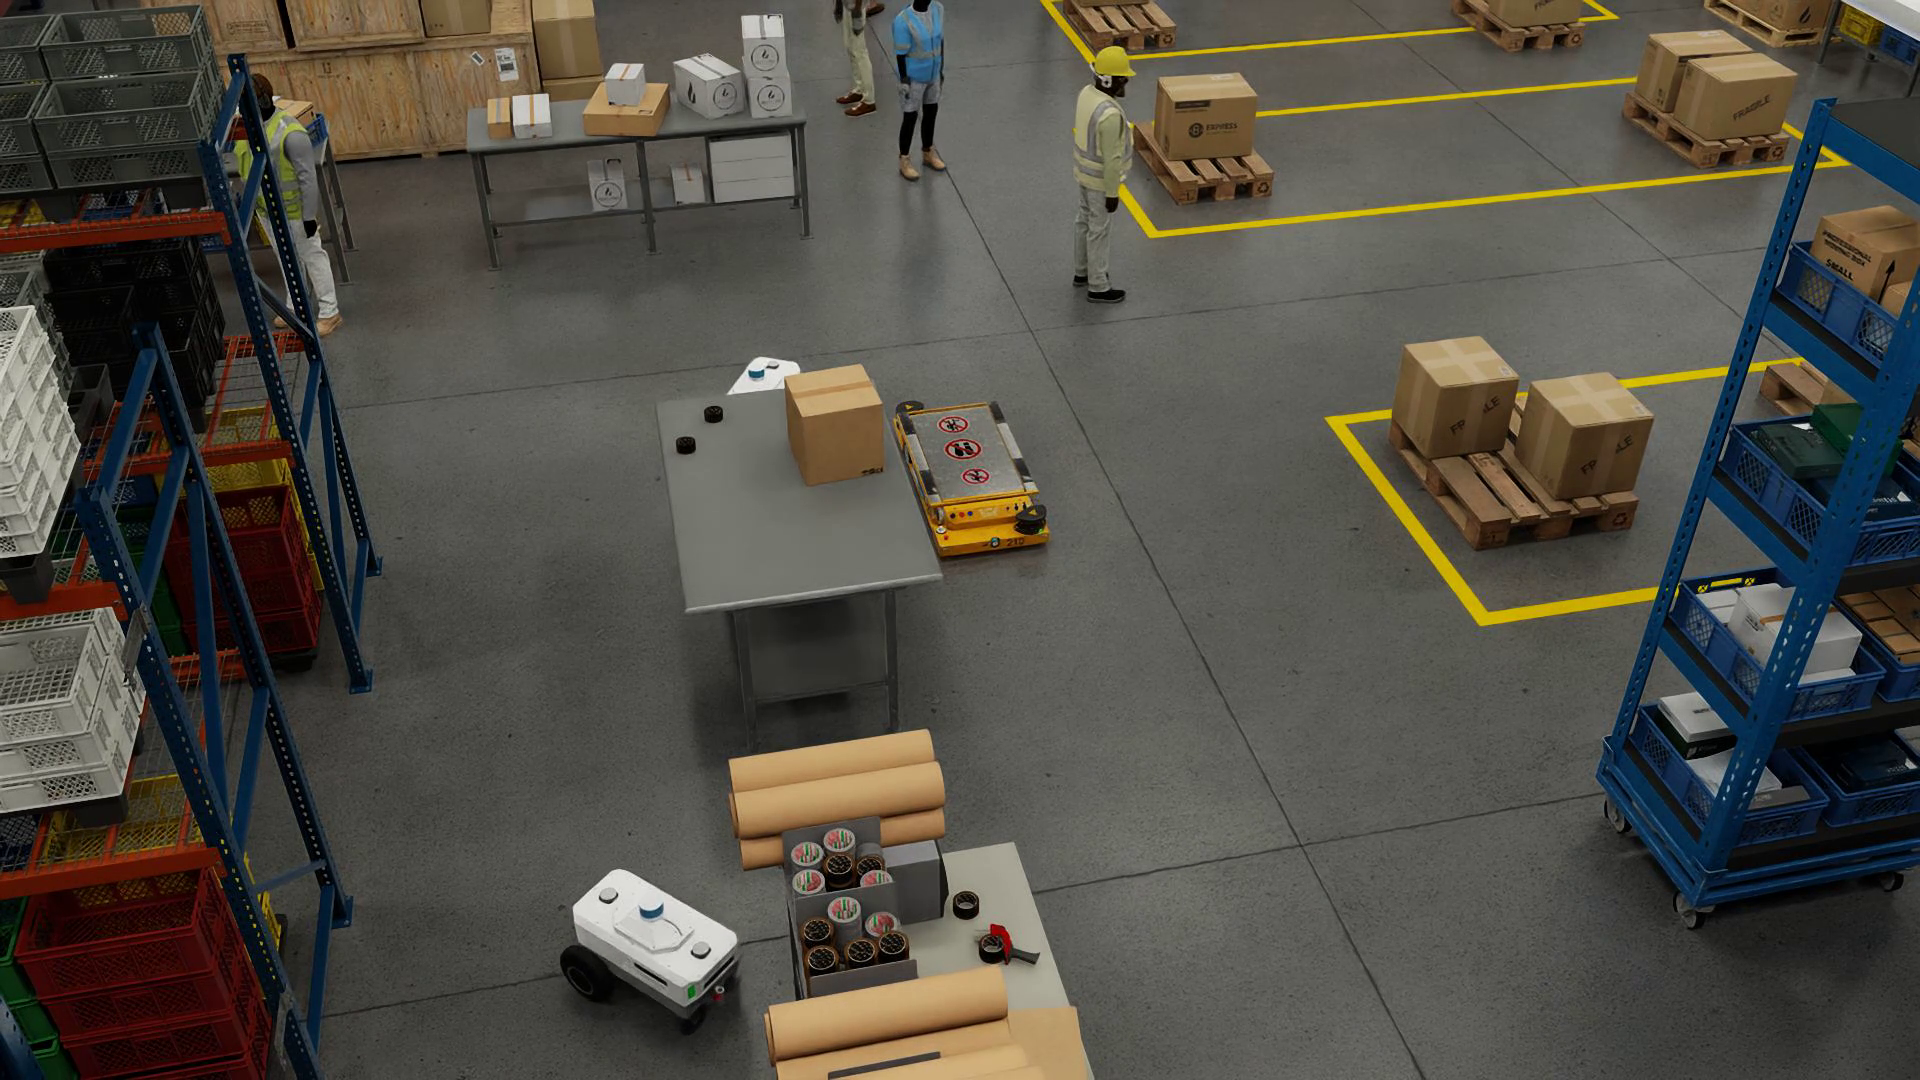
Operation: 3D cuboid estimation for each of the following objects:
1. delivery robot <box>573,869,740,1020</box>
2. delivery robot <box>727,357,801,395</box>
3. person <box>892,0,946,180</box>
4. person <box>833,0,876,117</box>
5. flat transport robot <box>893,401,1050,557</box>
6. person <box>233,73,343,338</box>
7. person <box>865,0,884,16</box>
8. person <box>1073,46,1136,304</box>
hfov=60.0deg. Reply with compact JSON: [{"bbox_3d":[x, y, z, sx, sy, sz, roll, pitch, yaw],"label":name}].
[{"bbox_3d":[-1.269,1.674,6.969,0.707,0.478,0.477,22,42,27],"label":"delivery robot"},{"bbox_3d":[-1.256,-0.875,10.395,0.477,0.478,0.707,10,38,13],"label":"delivery robot"},{"bbox_3d":[-0.322,-3.751,13.396,0.319,1.688,0.535,30,46,34],"label":"person"},{"bbox_3d":[-0.941,-4.617,14.422,0.322,1.855,0.503,-11,38,-15],"label":"person"},{"bbox_3d":[0.046,-0.430,10.108,0.652,0.197,1.431,-8,37,-10],"label":"flat transport robot"},{"bbox_3d":[-4.585,-2.258,11.260,0.627,1.844,0.429,18,40,23],"label":"person"},{"bbox_3d":[-0.841,-6.206,16.524,0.667,1.882,0.574,20,41,25],"label":"person"},{"bbox_3d":[0.999,-2.565,11.682,0.404,1.829,0.591,-10,38,-13],"label":"person"}]
